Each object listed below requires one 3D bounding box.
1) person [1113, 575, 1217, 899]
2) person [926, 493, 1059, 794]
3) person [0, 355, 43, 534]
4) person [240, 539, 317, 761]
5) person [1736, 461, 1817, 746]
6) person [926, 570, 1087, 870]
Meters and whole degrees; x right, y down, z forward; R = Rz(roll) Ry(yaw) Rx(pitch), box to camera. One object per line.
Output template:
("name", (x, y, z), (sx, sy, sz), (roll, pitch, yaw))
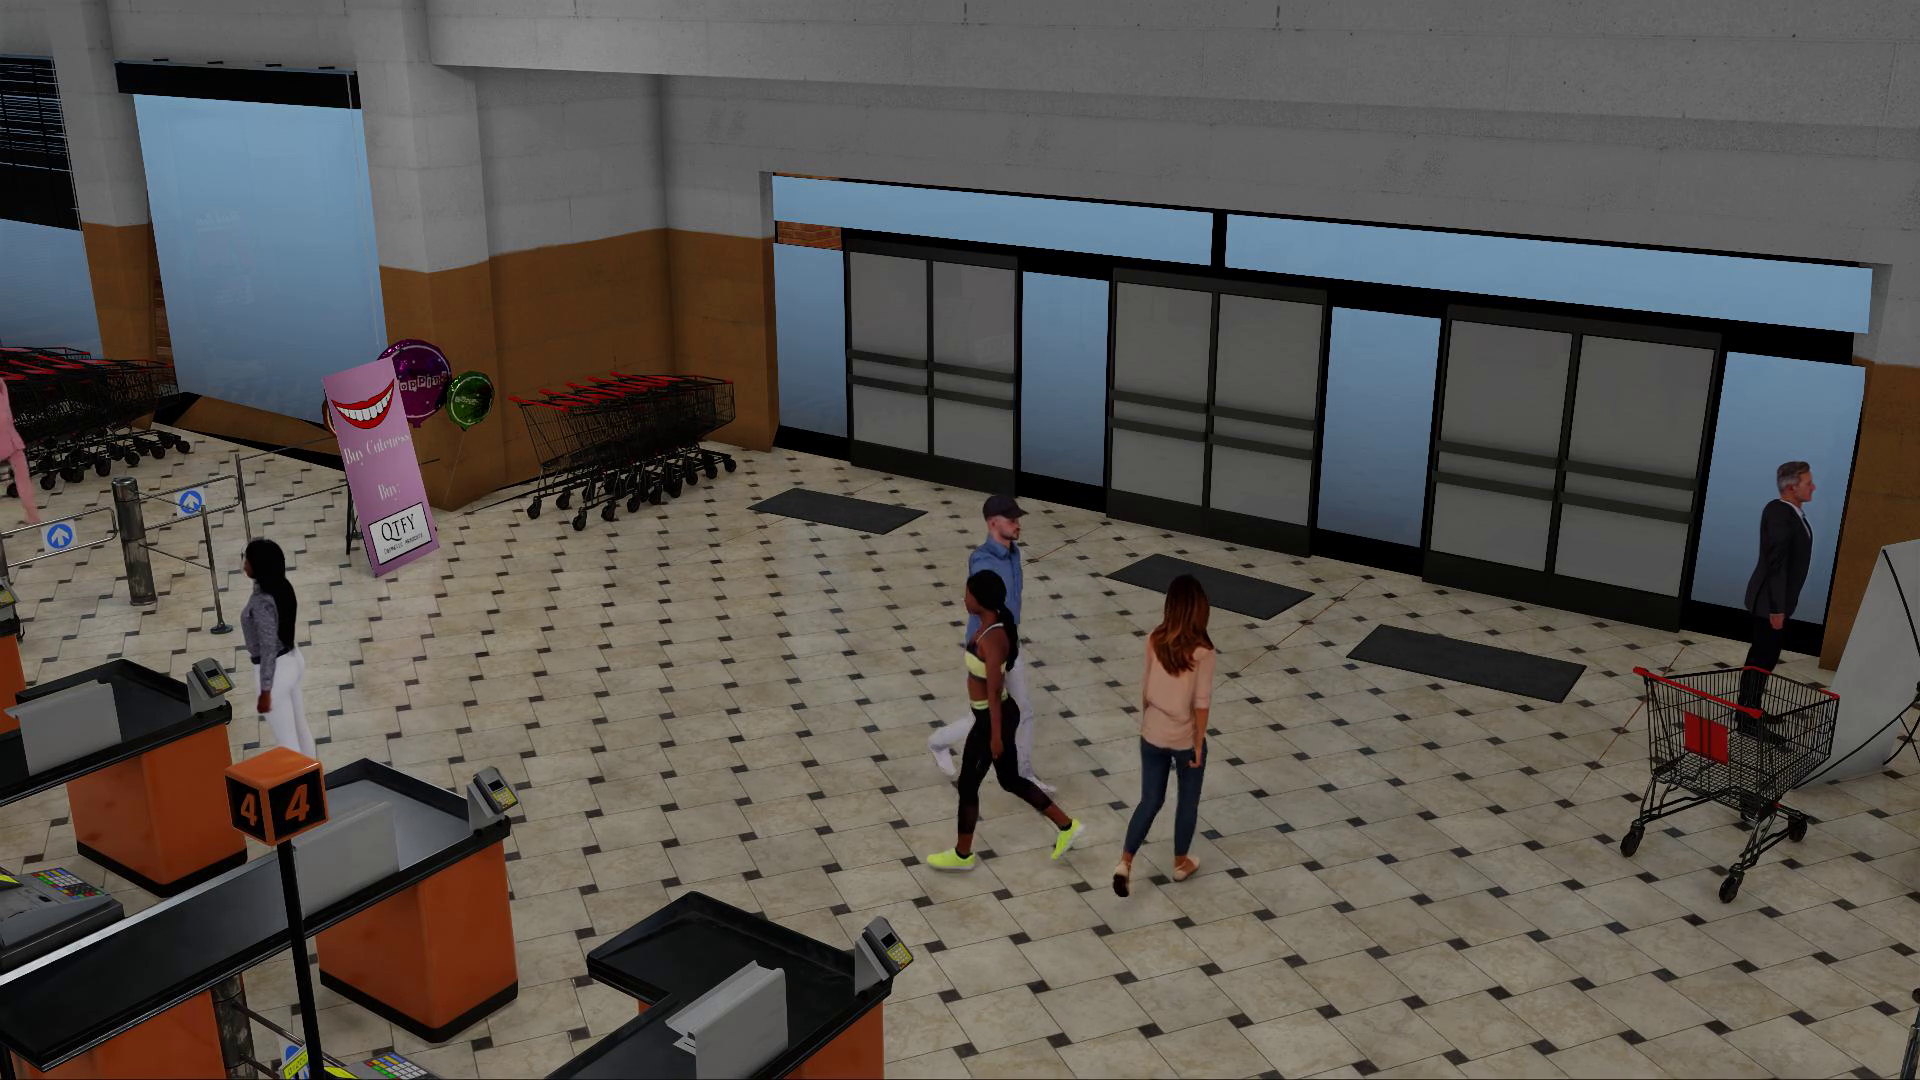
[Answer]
("person", (1.076, 1.073, 8.749), (0.616, 1.766, 0.982), (11, 22, 30))
("person", (0.133, 0.634, 9.911), (0.670, 1.856, 0.996), (12, 22, 33))
("person", (-8.525, -0.881, 14.541), (1.040, 1.768, 1.142), (2, 19, 7))
("person", (-3.929, 0.804, 9.615), (0.733, 1.724, 0.650), (-1, 19, -3))
("person", (5.260, 0.367, 10.726), (0.821, 1.842, 0.606), (8, 20, 23))
("person", (0.286, 1.011, 9.003), (1.001, 1.722, 1.118), (2, 19, 5))
